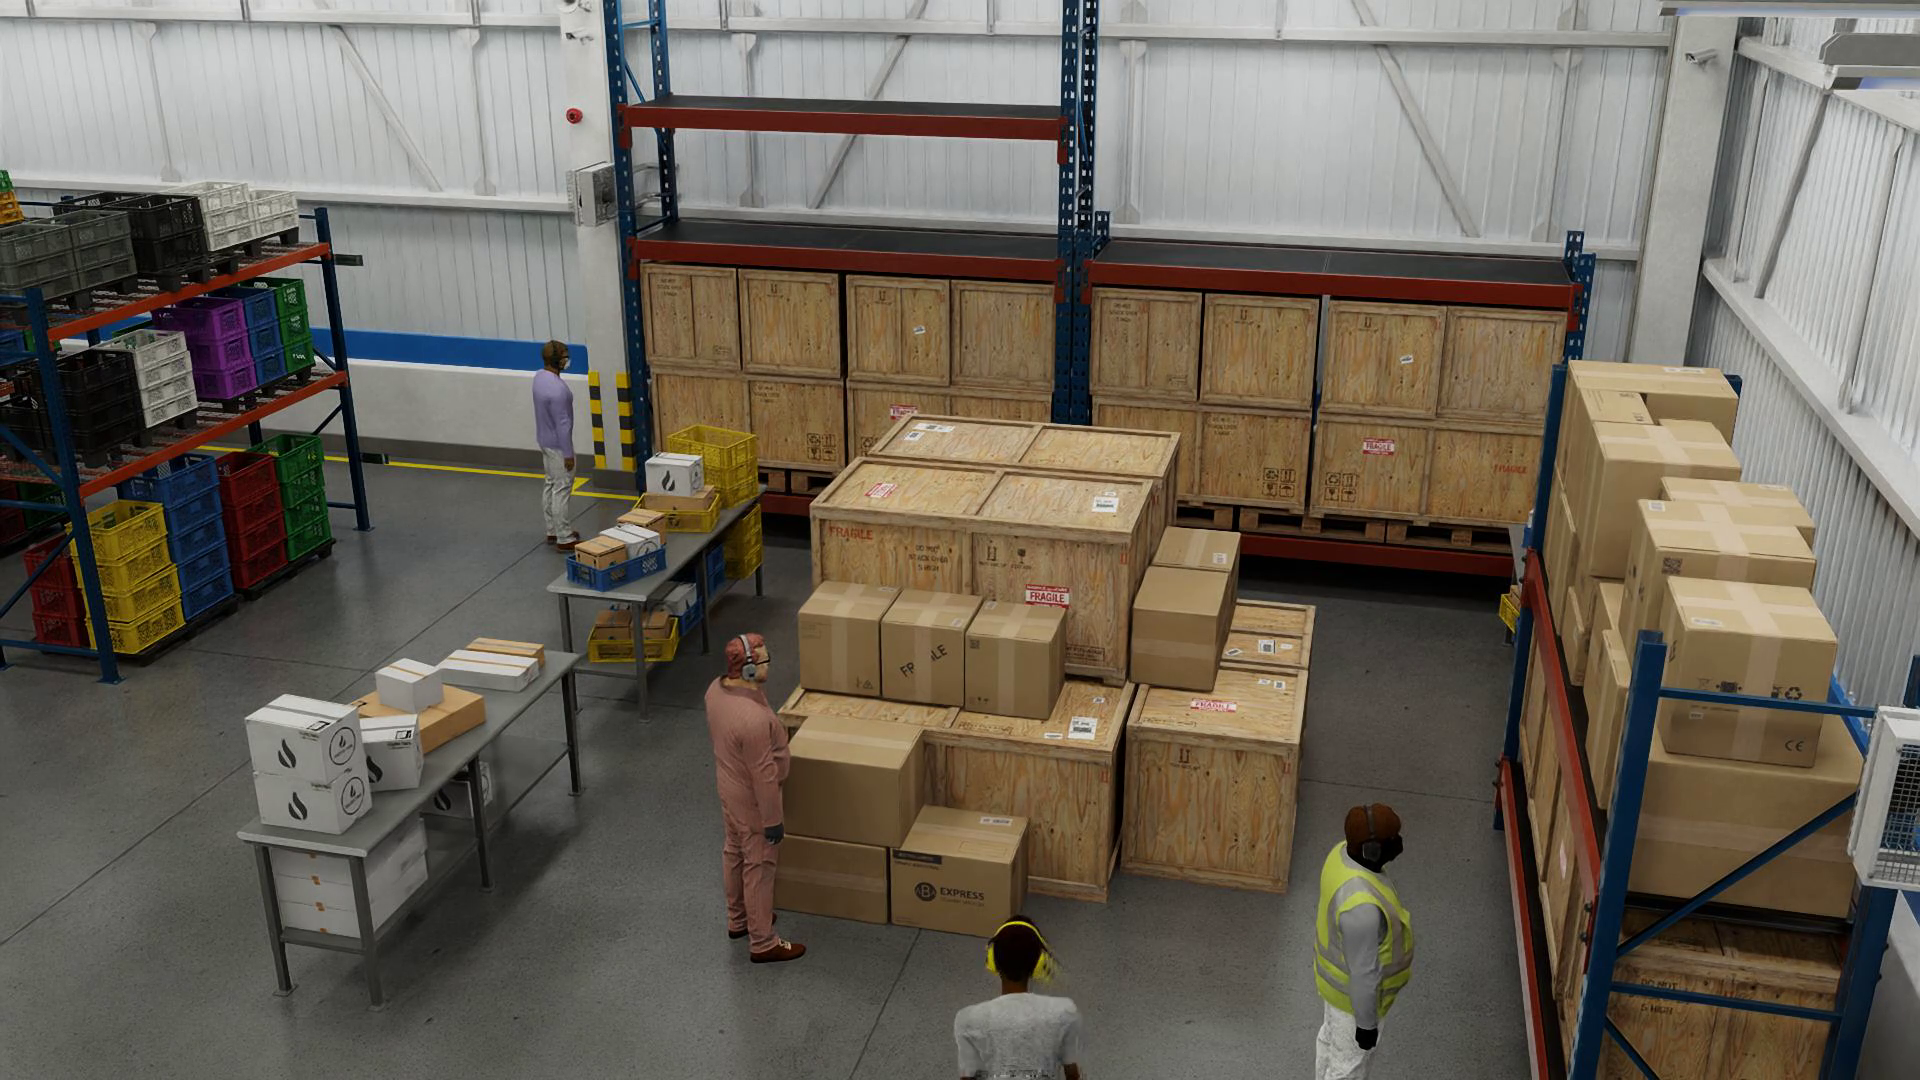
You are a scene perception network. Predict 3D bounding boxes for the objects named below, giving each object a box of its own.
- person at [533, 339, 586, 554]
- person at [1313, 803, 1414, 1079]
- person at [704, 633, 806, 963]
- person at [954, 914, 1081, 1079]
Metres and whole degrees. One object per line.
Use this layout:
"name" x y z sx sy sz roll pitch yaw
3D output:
"person" -3.599 -0.842 14.895 0.354 1.936 0.635 -11 24 -28
"person" 1.812 2.020 7.535 0.429 1.847 0.627 2 21 4
"person" -1.121 1.395 9.084 0.410 1.909 0.643 -12 24 -28
"person" 0.250 2.417 6.528 0.576 1.833 0.733 -5 21 -12
